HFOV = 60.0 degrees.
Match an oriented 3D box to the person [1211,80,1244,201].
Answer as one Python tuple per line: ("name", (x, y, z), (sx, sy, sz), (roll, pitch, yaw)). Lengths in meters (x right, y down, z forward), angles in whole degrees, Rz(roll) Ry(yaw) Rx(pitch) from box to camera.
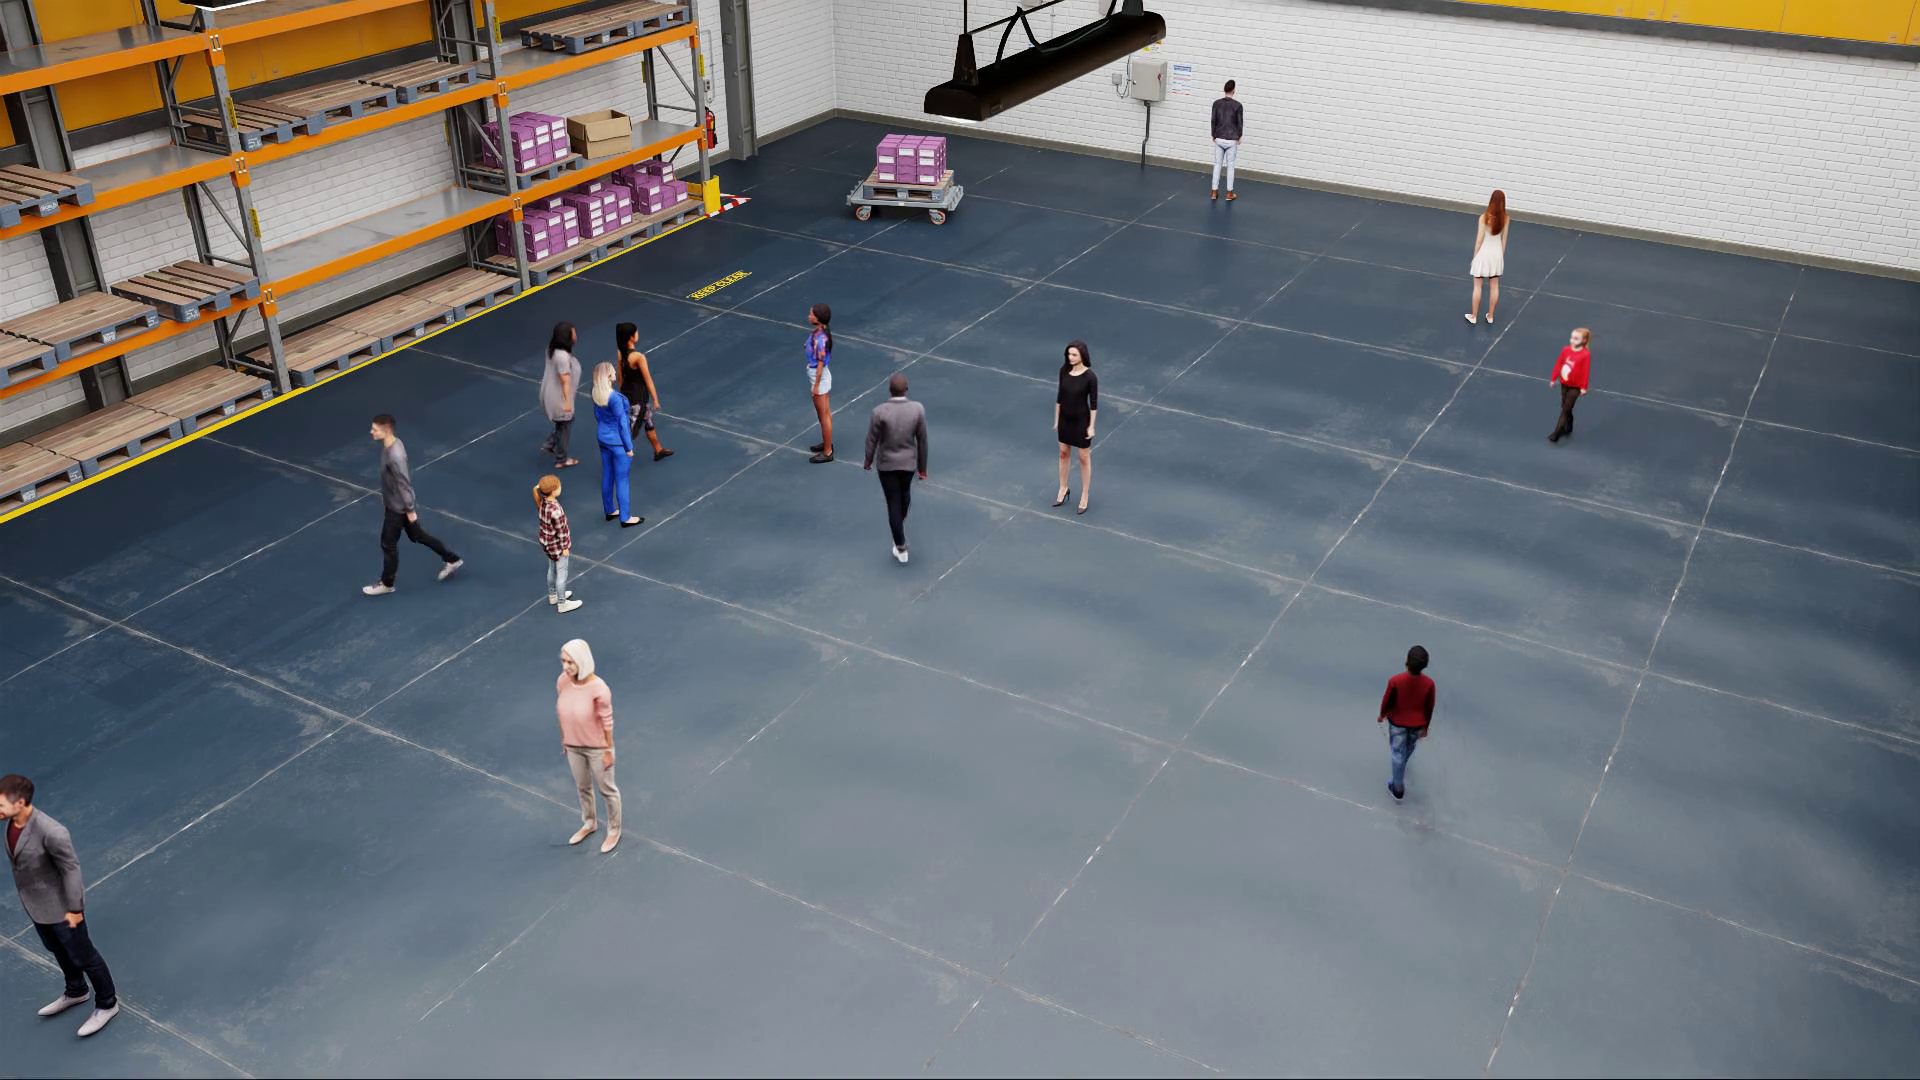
("person", (4.089, -6.139, 25.524), (0.674, 1.837, 0.577), (12, 31, 21))

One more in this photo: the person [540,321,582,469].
("person", (-4.235, -1.497, 17.284), (0.870, 1.578, 0.811), (-15, 32, -25))

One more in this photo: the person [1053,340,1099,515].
("person", (1.144, -1.125, 16.364), (0.620, 1.806, 0.540), (21, 35, 33))

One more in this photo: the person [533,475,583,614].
("person", (-3.608, 0.019, 14.792), (0.605, 1.303, 0.593), (-19, 34, -31))

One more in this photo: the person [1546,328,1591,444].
("person", (6.641, -1.694, 17.977), (0.900, 1.261, 0.708), (-20, 35, -33))

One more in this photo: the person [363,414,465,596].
("person", (-4.964, -0.338, 14.995), (1.217, 1.734, 1.080), (-11, 30, -19))

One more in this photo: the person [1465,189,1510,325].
("person", (6.662, -3.572, 20.949), (0.642, 1.711, 0.669), (-1, 29, -1))

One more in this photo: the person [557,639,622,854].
("person", (-2.620, 1.433, 11.759), (0.612, 1.725, 0.538), (13, 31, 22))

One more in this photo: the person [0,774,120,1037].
("person", (-5.569, 2.203, 10.194), (0.677, 1.873, 0.567), (15, 32, 25))

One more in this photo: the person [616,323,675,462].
("person", (-3.390, -1.427, 17.107), (1.163, 1.624, 0.795), (-25, 37, -38))

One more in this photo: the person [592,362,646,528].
("person", (-3.363, -0.934, 16.124), (0.671, 1.701, 0.630), (25, 37, 38))

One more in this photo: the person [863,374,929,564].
("person", (-0.570, -0.633, 15.501), (1.176, 1.769, 1.215), (-9, 30, -15))

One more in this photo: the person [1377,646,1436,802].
("person", (3.336, 1.382, 12.371), (0.745, 1.229, 0.889), (-1, 29, -1))

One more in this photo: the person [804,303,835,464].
("person", (-1.455, -1.662, 17.416), (0.729, 1.743, 0.629), (-2, 29, -3))
